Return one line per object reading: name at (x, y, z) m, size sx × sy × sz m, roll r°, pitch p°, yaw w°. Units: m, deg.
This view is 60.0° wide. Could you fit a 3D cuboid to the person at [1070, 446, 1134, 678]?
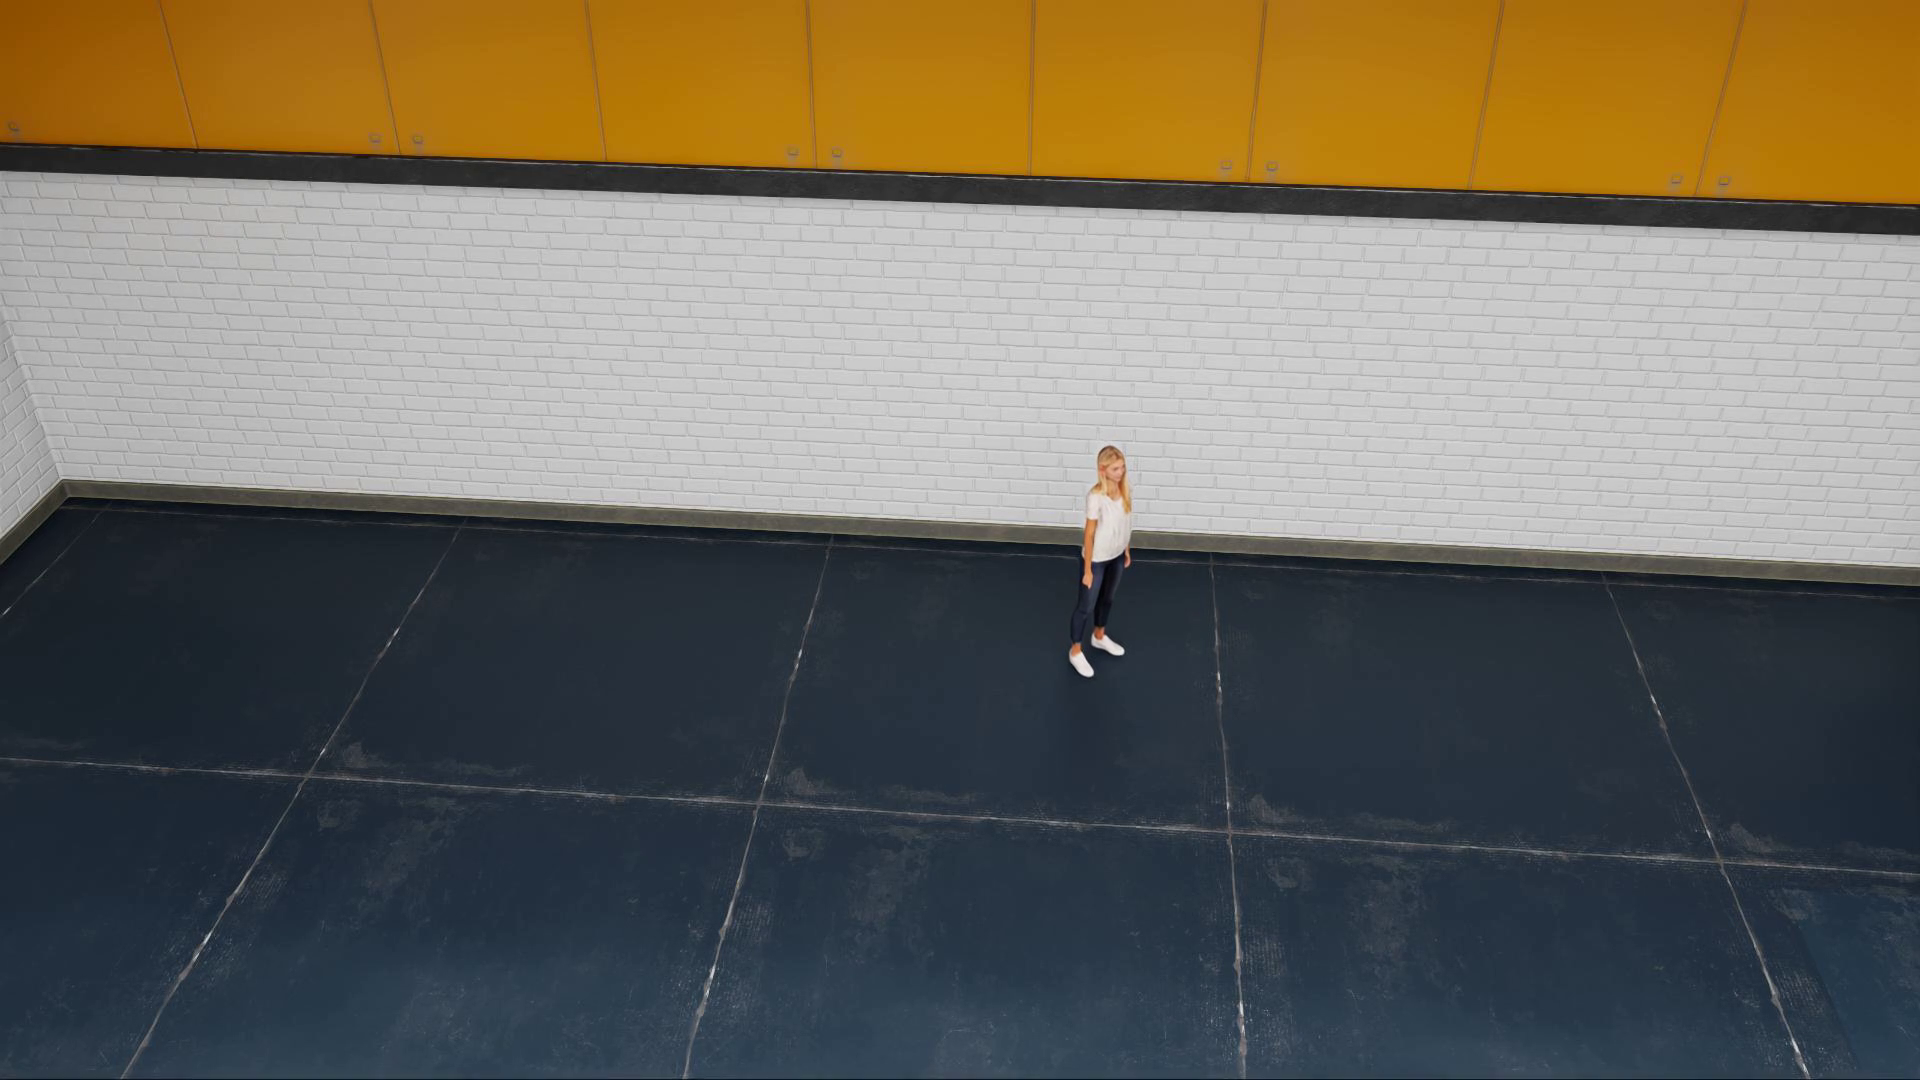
person at (0.968, 0.121, 11.419) m, size 0.747 × 1.801 × 0.671 m, roll 28°, pitch 43°, yaw 36°
